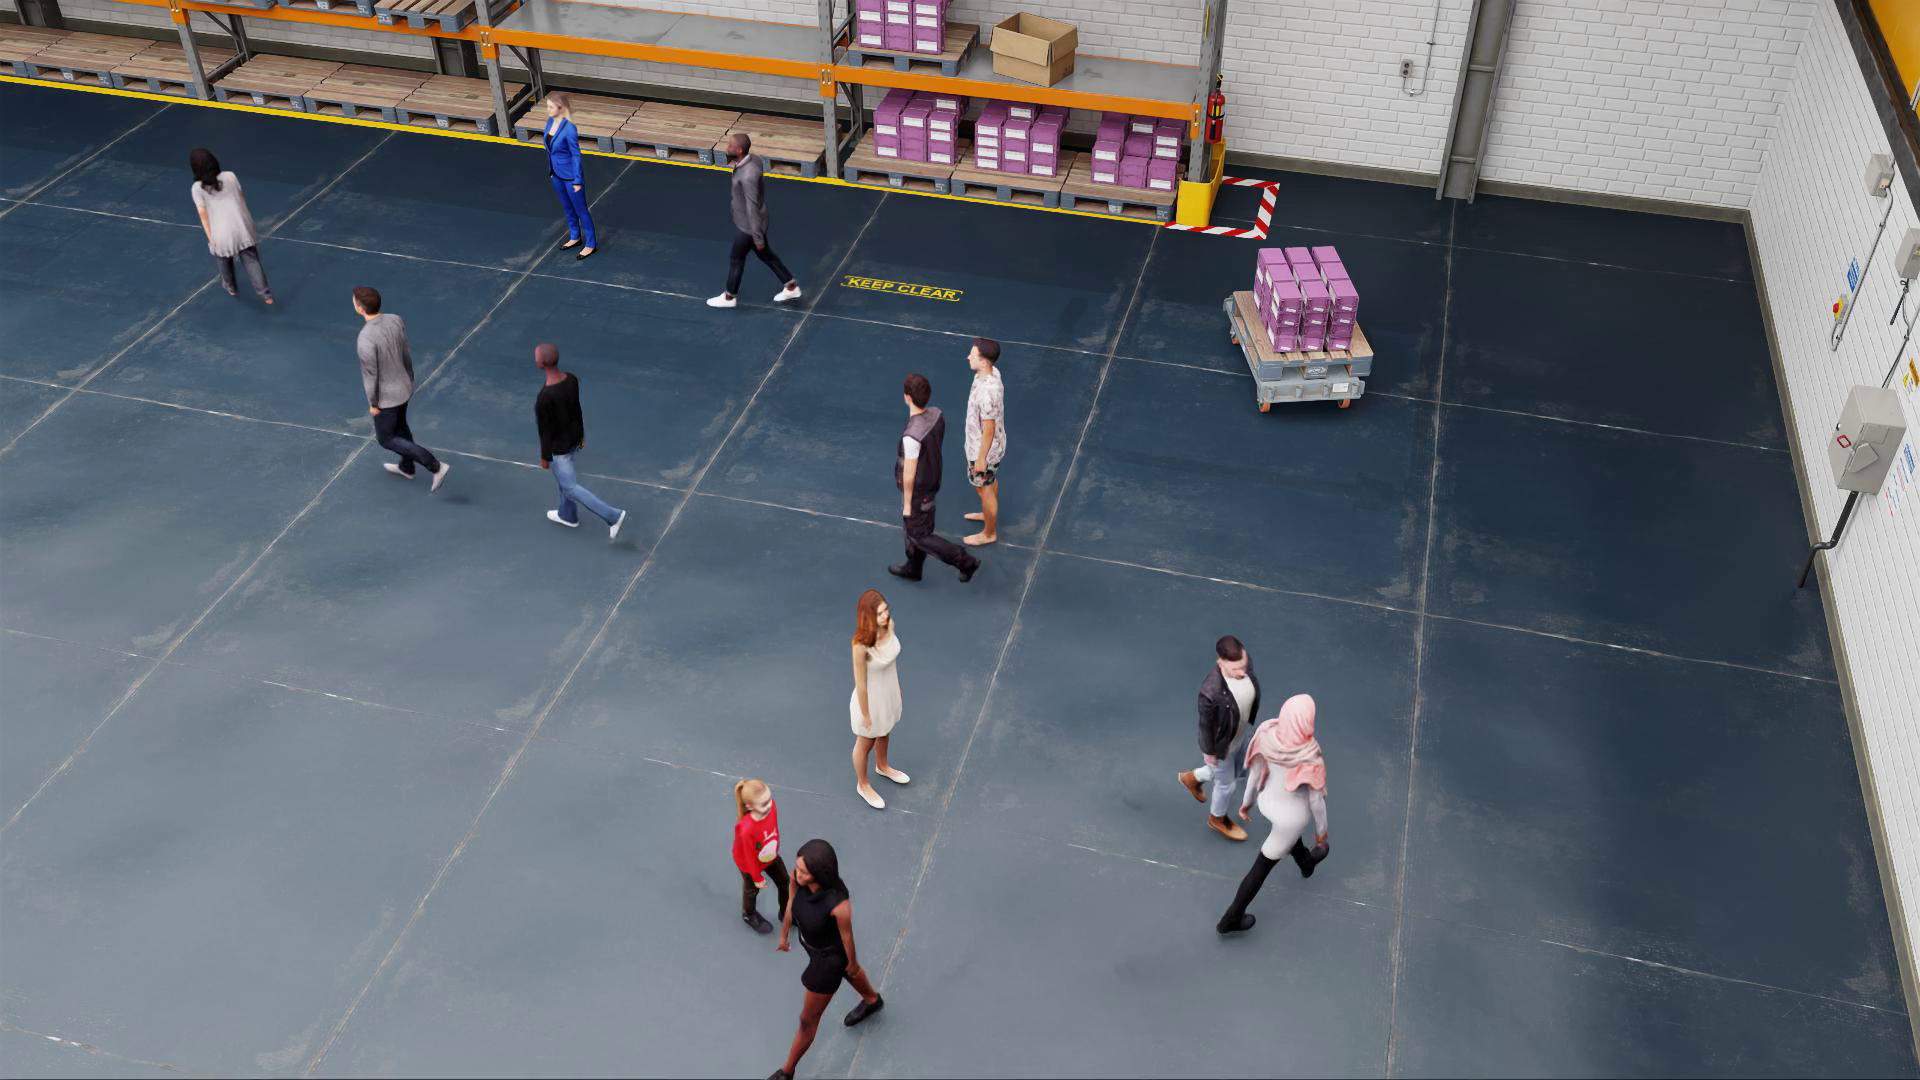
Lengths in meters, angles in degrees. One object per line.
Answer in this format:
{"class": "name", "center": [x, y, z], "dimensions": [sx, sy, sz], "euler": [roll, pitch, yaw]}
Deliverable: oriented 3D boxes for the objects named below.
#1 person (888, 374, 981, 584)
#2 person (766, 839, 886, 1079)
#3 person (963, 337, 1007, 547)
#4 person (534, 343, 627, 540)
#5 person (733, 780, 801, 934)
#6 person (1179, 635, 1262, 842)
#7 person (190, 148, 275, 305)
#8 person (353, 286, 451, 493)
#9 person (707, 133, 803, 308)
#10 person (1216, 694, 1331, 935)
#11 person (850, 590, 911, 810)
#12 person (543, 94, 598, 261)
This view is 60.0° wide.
{"class": "person", "center": [-0.198, -0.378, 12.450], "dimensions": [1.016, 1.815, 0.712], "euler": [12, 40, 14]}
{"class": "person", "center": [-0.680, 2.251, 9.263], "dimensions": [1.102, 1.682, 1.190], "euler": [-30, 47, -32]}
{"class": "person", "center": [0.205, -0.780, 12.952], "dimensions": [0.639, 1.816, 0.709], "euler": [2, 39, 2]}
{"class": "person", "center": [-3.019, -0.728, 12.957], "dimensions": [1.037, 1.728, 0.663], "euler": [14, 41, 17]}
{"class": "person", "center": [-1.263, 1.900, 10.034], "dimensions": [0.715, 1.269, 0.606], "euler": [23, 44, 26]}
{"class": "person", "center": [1.593, 1.213, 10.460], "dimensions": [0.918, 1.813, 0.847], "euler": [21, 43, 24]}
{"class": "person", "center": [-6.935, -2.948, 15.861], "dimensions": [1.012, 1.574, 1.136], "euler": [-25, 45, -28]}
{"class": "person", "center": [-4.531, -1.180, 13.421], "dimensions": [0.975, 1.856, 0.697], "euler": [11, 40, 13]}
{"class": "person", "center": [-1.880, -2.983, 15.746], "dimensions": [1.253, 1.772, 0.968], "euler": [-1, 39, -2]}
{"class": "person", "center": [1.852, 1.695, 9.918], "dimensions": [1.213, 1.735, 1.248], "euler": [-24, 45, -27]}
{"class": "person", "center": [-0.548, 0.999, 10.809], "dimensions": [0.635, 1.712, 0.626], "euler": [24, 45, 27]}
{"class": "person", "center": [-3.913, -3.652, 16.641], "dimensions": [0.646, 1.700, 0.767], "euler": [31, 48, 32]}
